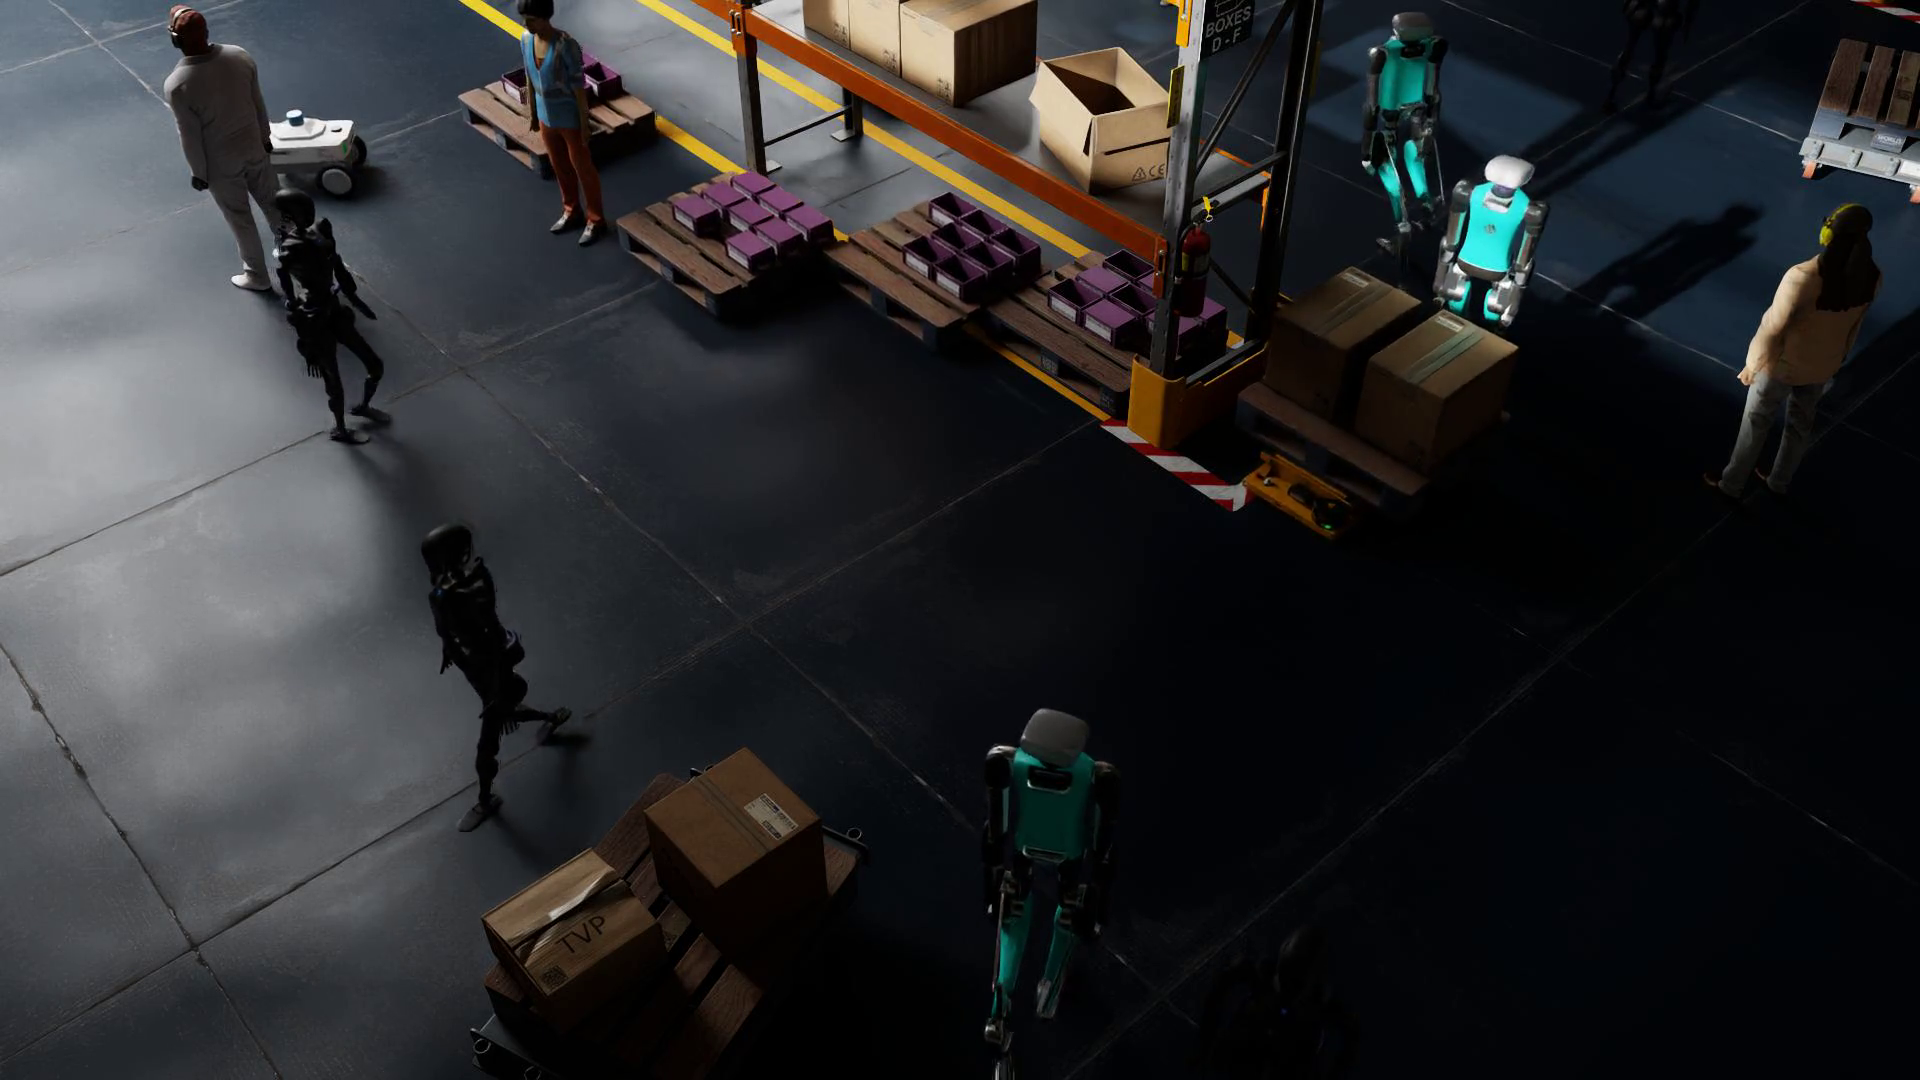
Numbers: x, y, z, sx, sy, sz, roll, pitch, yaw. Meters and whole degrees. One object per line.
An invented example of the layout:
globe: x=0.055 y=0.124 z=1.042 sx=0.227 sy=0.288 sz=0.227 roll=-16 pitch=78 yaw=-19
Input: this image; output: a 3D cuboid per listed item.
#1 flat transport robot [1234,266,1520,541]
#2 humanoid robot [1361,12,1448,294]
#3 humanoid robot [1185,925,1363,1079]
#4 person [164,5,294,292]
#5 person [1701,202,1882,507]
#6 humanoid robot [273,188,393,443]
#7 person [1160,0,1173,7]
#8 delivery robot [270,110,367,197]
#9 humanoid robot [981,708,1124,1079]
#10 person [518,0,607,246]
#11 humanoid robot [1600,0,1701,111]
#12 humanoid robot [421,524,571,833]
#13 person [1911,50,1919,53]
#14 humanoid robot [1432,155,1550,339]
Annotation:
flat transport robot: x=2.358 y=-0.530 z=9.671 sx=1.431 sy=0.231 sz=0.659 roll=-32 pitch=51 yaw=-30
humanoid robot: x=2.910 y=-2.371 z=10.618 sx=0.566 sy=1.779 sz=0.917 roll=-11 pitch=44 yaw=-12
humanoid robot: x=1.119 y=1.897 z=6.022 sx=0.597 sy=1.625 sz=0.775 roll=18 pitch=46 yaw=19
person: x=-4.654 y=-2.475 z=10.579 sx=0.413 sy=1.908 sz=0.638 roll=22 pitch=47 yaw=22
person: x=4.516 y=-0.959 z=8.963 sx=0.554 sy=1.869 sz=0.391 roll=-5 pitch=43 yaw=-5
humanoid robot: x=-3.584 y=-1.249 z=9.413 sx=0.368 sy=1.644 sz=0.601 roll=8 pitch=43 yaw=9
person: x=1.751 y=-5.386 z=13.786 sx=0.391 sy=1.849 sz=0.564 roll=-34 pitch=52 yaw=-31
delivery robot: x=-4.675 y=-2.796 z=11.919 sx=0.747 sy=0.587 sz=0.524 roll=-4 pitch=43 yaw=-4
humanoid robot: x=0.279 y=1.555 z=6.375 sx=0.551 sy=1.729 sz=1.076 roll=9 pitch=43 yaw=10
person: x=-2.658 y=-2.810 z=11.052 sx=0.498 sy=1.759 sz=0.332 roll=21 pitch=47 yaw=21
humanoid robot: x=5.210 y=-3.987 z=12.409 sx=0.482 sy=1.647 sz=0.596 roll=-29 pitch=50 yaw=-28
humanoid robot: x=-2.147 y=0.542 z=7.507 sx=0.760 sy=1.624 sz=0.590 roll=-33 pitch=52 yaw=-31
person: x=8.054 y=-4.296 z=12.651 sx=0.948 sy=1.782 sz=0.534 roll=31 pitch=51 yaw=29
humanoid robot: x=3.042 y=-1.486 z=9.620 sx=0.539 sy=1.788 sz=0.672 roll=21 pitch=47 yaw=22
